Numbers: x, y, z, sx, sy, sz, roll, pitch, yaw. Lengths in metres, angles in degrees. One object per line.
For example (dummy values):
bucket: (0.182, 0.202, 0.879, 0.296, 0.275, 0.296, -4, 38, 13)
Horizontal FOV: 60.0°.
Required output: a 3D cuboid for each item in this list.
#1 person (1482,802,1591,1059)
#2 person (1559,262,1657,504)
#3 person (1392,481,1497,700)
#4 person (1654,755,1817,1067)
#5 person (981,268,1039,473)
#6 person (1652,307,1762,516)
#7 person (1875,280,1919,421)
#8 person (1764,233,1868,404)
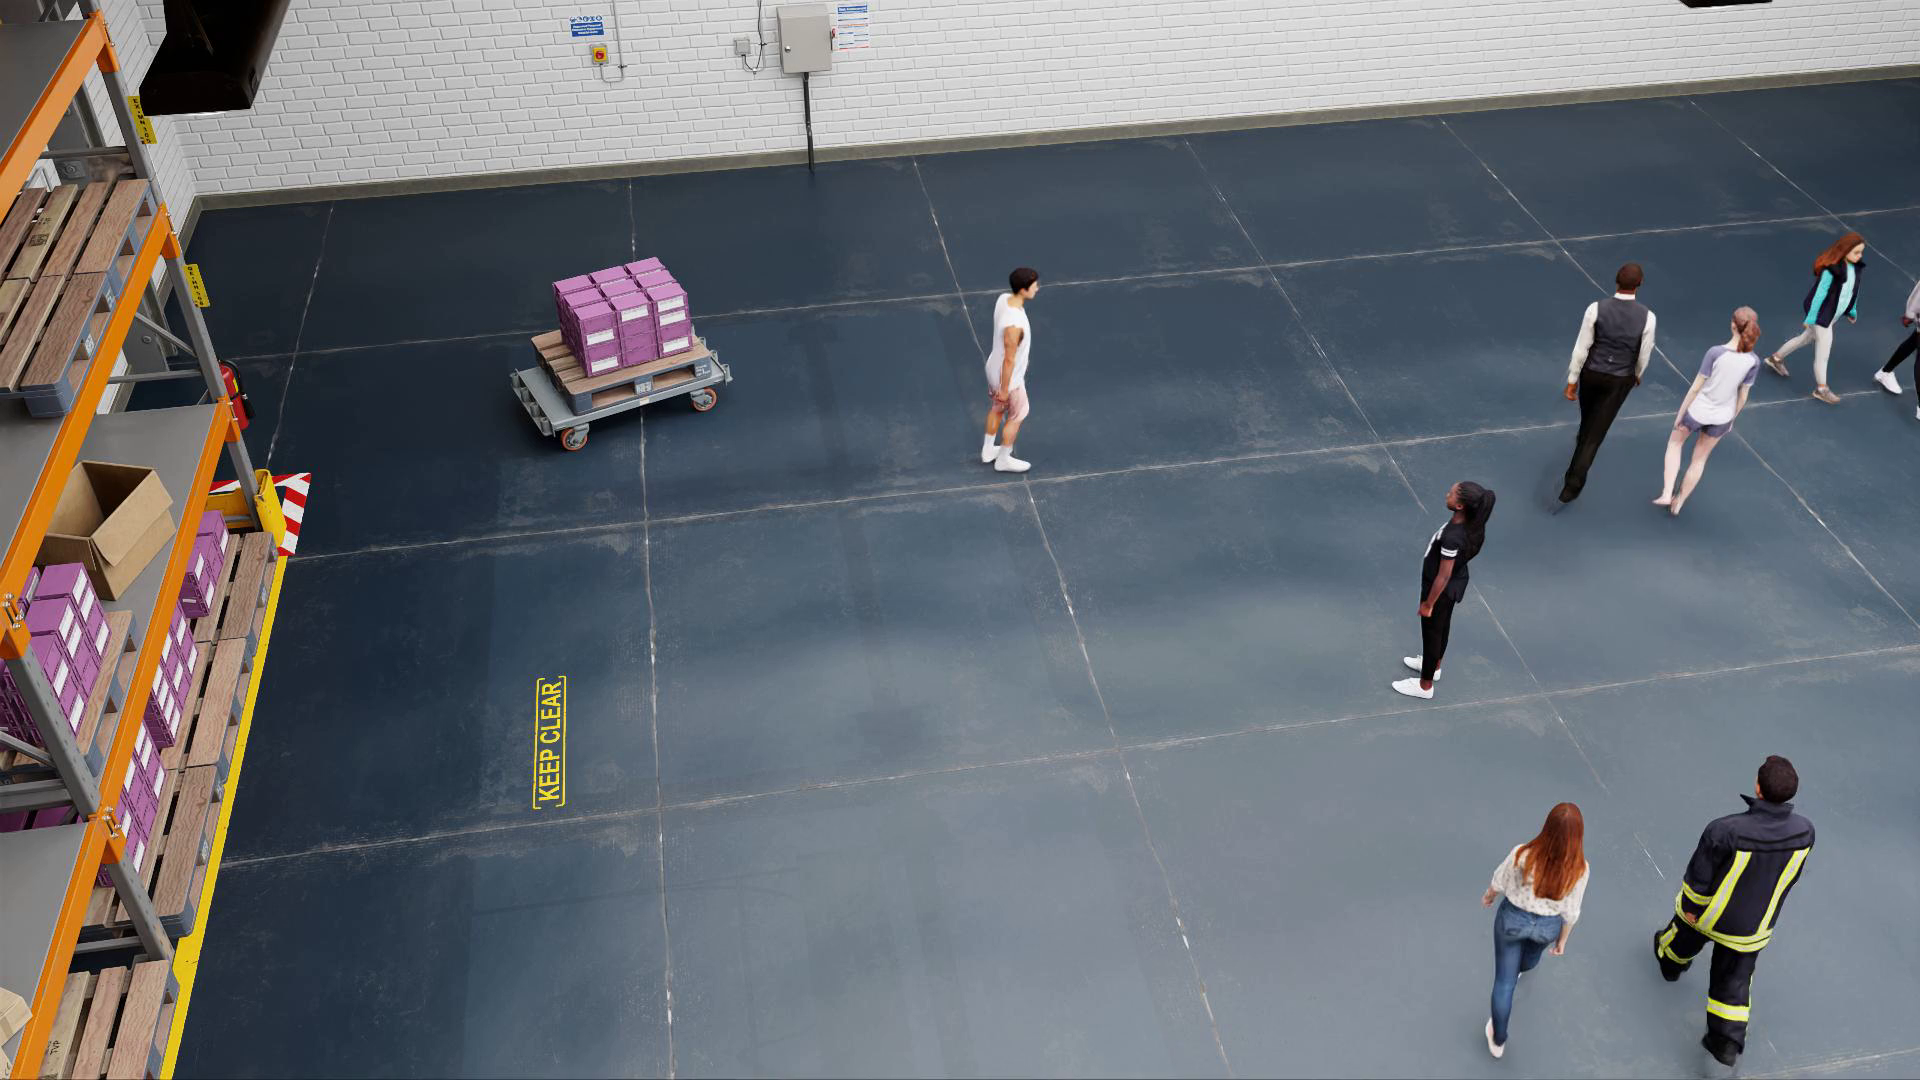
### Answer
person: (2.982, 2.081, 8.723, 0.878, 1.698, 1.109, 9, 39, 11)
person: (4.877, -1.144, 12.629, 1.271, 1.863, 1.380, 21, 43, 25)
person: (3.172, 0.312, 10.913, 0.779, 1.729, 0.708, 20, 43, 23)
person: (4.099, 1.949, 8.732, 0.970, 1.893, 1.290, 2, 39, 3)
person: (0.348, -1.306, 12.914, 0.694, 1.760, 0.558, -8, 39, -10)
person: (5.588, -0.878, 12.391, 0.733, 1.744, 0.767, 6, 39, 8)
person: (7.975, -1.921, 13.703, 0.652, 1.736, 1.111, -8, 39, -9)
person: (7.194, -1.929, 13.929, 0.855, 1.467, 1.054, -25, 45, -28)
